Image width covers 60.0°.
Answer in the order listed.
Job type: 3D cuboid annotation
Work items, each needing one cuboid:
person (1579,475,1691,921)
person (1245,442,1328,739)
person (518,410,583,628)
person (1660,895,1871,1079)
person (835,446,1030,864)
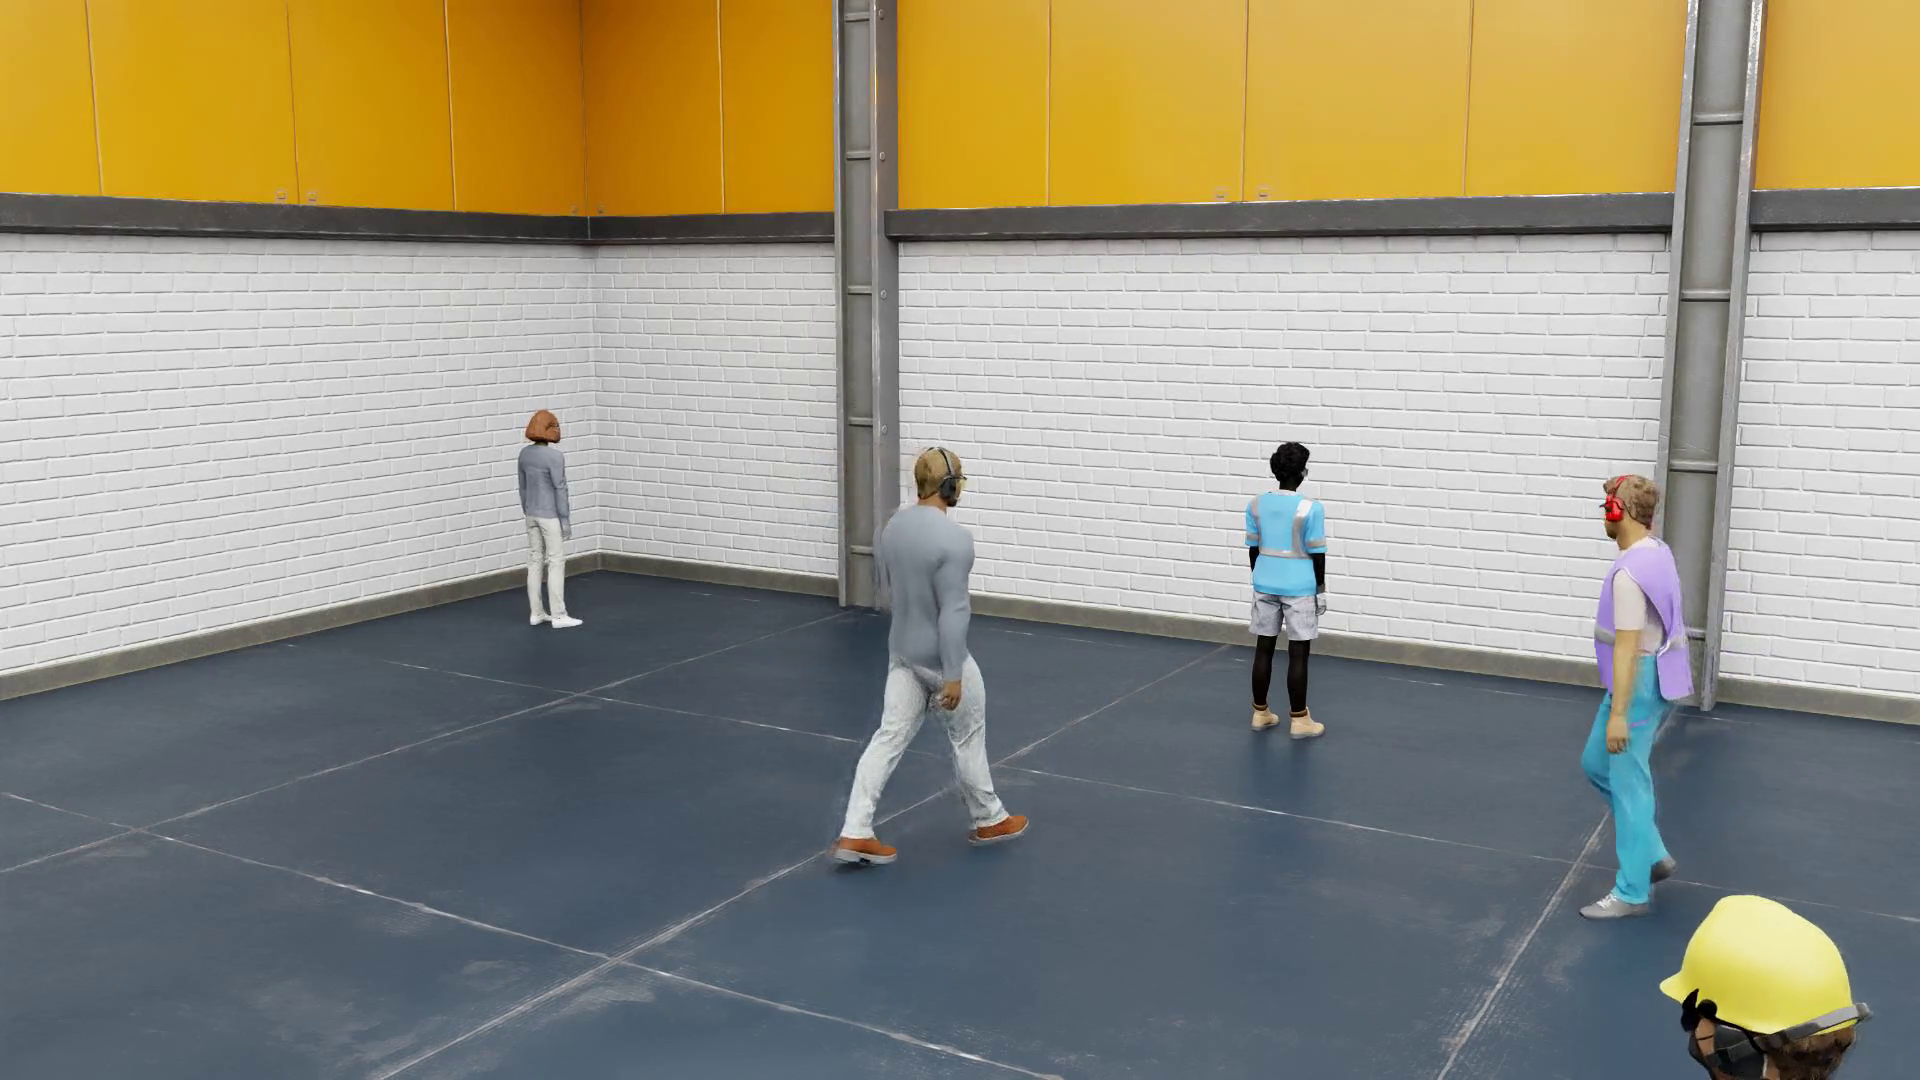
[{"bbox_3d":[2.792,0.643,6.872,0.413,1.824,0.692,4,10,25],"label":"person"},{"bbox_3d":[1.871,0.284,9.519,0.534,1.698,0.318,9,13,44],"label":"person"},{"bbox_3d":[-3.098,-0.157,12.485,0.527,1.630,0.308,7,11,37],"label":"person"},{"bbox_3d":[1.141,1.382,2.455,0.534,1.766,0.321,-5,10,-28],"label":"person"},{"bbox_3d":[-0.159,0.521,7.496,1.038,1.889,0.649,-7,12,-38],"label":"person"}]
